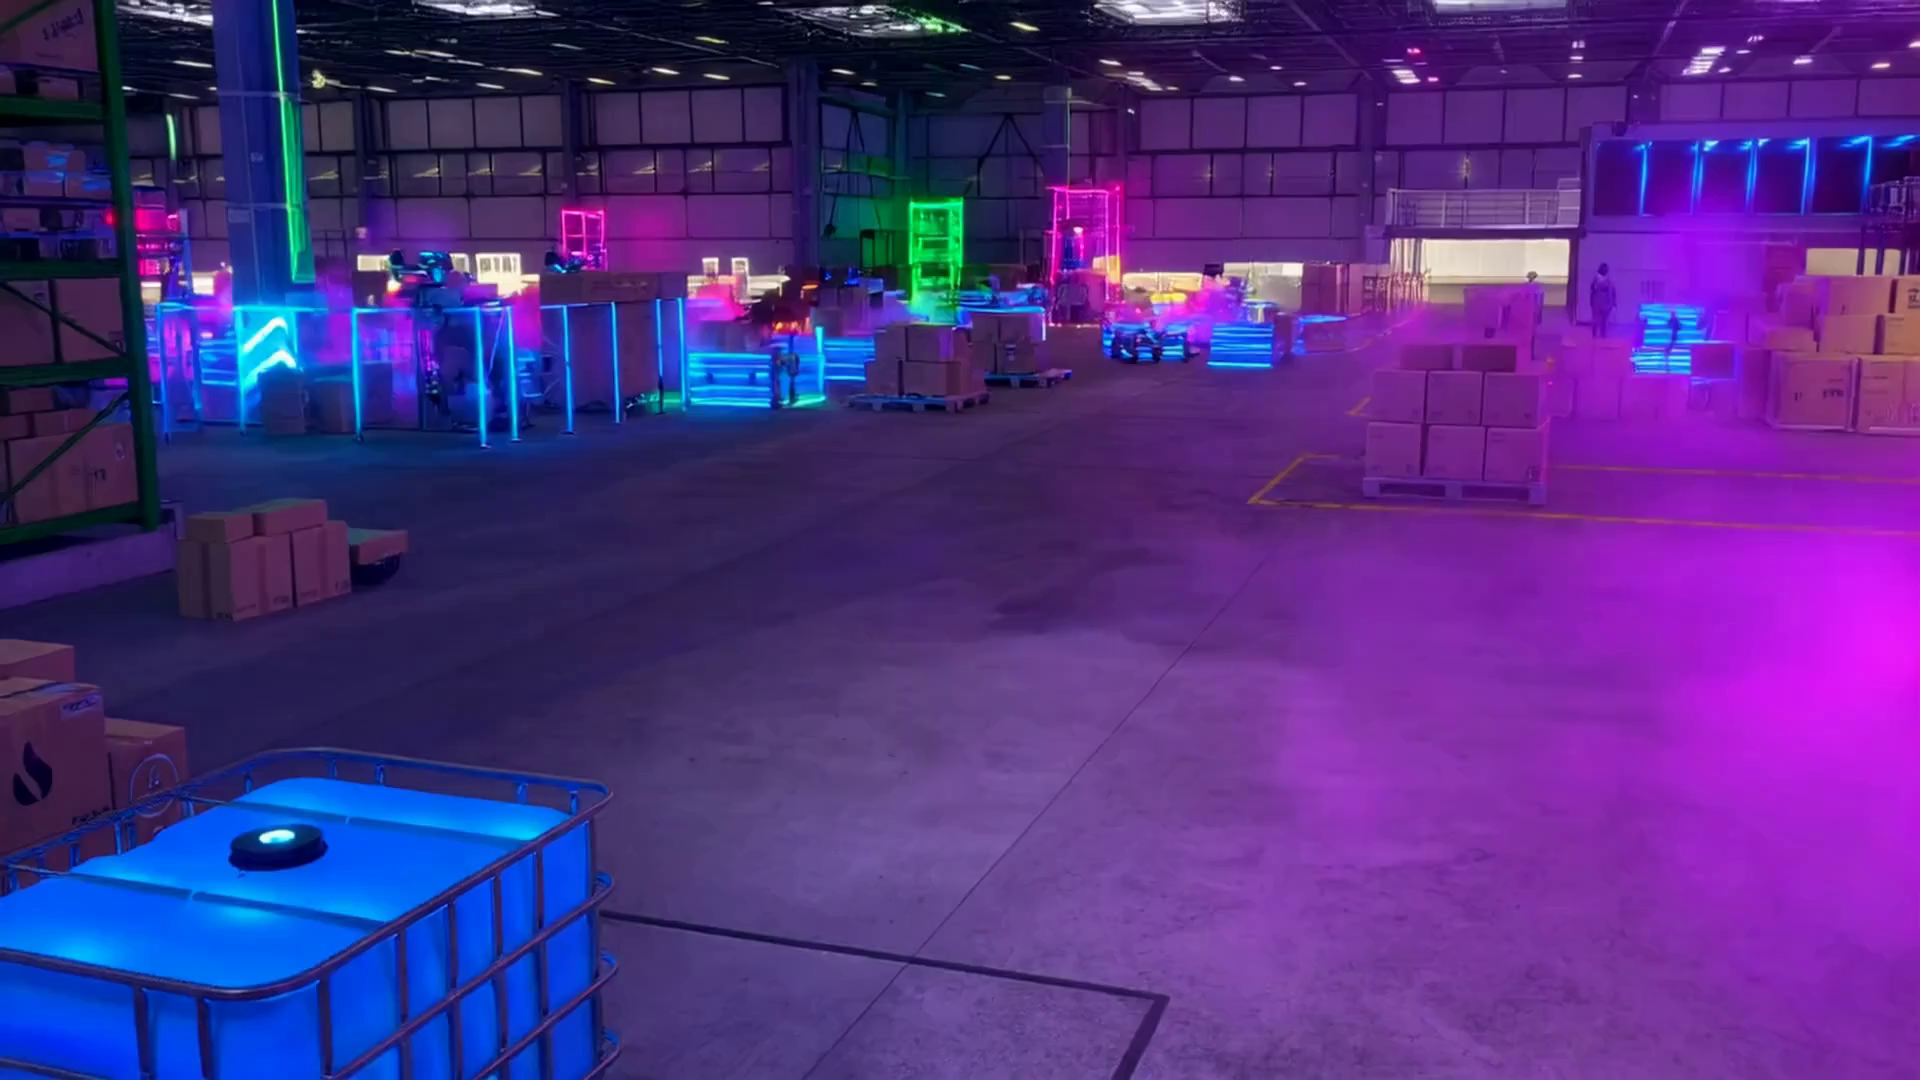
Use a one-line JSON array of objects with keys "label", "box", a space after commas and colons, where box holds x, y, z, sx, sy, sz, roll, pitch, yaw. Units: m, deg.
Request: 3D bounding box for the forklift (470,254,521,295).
[{"label": "forklift", "box": [-17.990, -10.121, 64.684, 1.157, 1.987, 2.680, 3, 11, 17]}]

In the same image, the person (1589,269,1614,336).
[{"label": "person", "box": [17.592, -6.505, 45.509, 0.601, 1.873, 0.987, 0, 10, 2]}]

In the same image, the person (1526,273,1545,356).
[{"label": "person", "box": [12.782, -5.033, 37.252, 1.027, 1.885, 0.555, -7, 12, -34]}]

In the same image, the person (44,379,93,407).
[{"label": "person", "box": [-10.567, -1.809, 19.691, 0.540, 1.673, 0.788, -4, 11, -23]}]

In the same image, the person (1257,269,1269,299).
[{"label": "person", "box": [9.271, -7.396, 50.898, 0.347, 1.759, 0.521, -1, 10, -7]}]

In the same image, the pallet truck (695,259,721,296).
[{"label": "pallet truck", "box": [-9.165, -9.627, 62.776, 0.823, 1.965, 1.885, 4, 11, 23]}]

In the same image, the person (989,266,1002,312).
[{"label": "person", "box": [1.098, -7.588, 51.685, 0.507, 1.859, 0.374, 7, 12, 35]}]

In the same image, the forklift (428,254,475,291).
[{"label": "forklift", "box": [-20.133, -10.254, 65.465, 1.157, 1.987, 2.680, 3, 11, 19]}]

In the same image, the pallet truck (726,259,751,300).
[{"label": "pallet truck", "box": [-7.986, -9.493, 62.019, 0.823, 1.965, 1.885, 3, 11, 17]}]

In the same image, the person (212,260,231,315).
[{"label": "person", "box": [-26.415, -9.031, 59.512, 0.640, 1.966, 0.735, -4, 11, -20]}]

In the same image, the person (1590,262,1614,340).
[{"label": "person", "box": [17.068, -6.339, 44.135, 0.536, 2.000, 0.672, -2, 10, -11]}]

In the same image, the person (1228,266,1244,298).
[{"label": "person", "box": [8.503, -7.529, 51.349, 0.603, 1.856, 0.537, 9, 13, 41]}]
